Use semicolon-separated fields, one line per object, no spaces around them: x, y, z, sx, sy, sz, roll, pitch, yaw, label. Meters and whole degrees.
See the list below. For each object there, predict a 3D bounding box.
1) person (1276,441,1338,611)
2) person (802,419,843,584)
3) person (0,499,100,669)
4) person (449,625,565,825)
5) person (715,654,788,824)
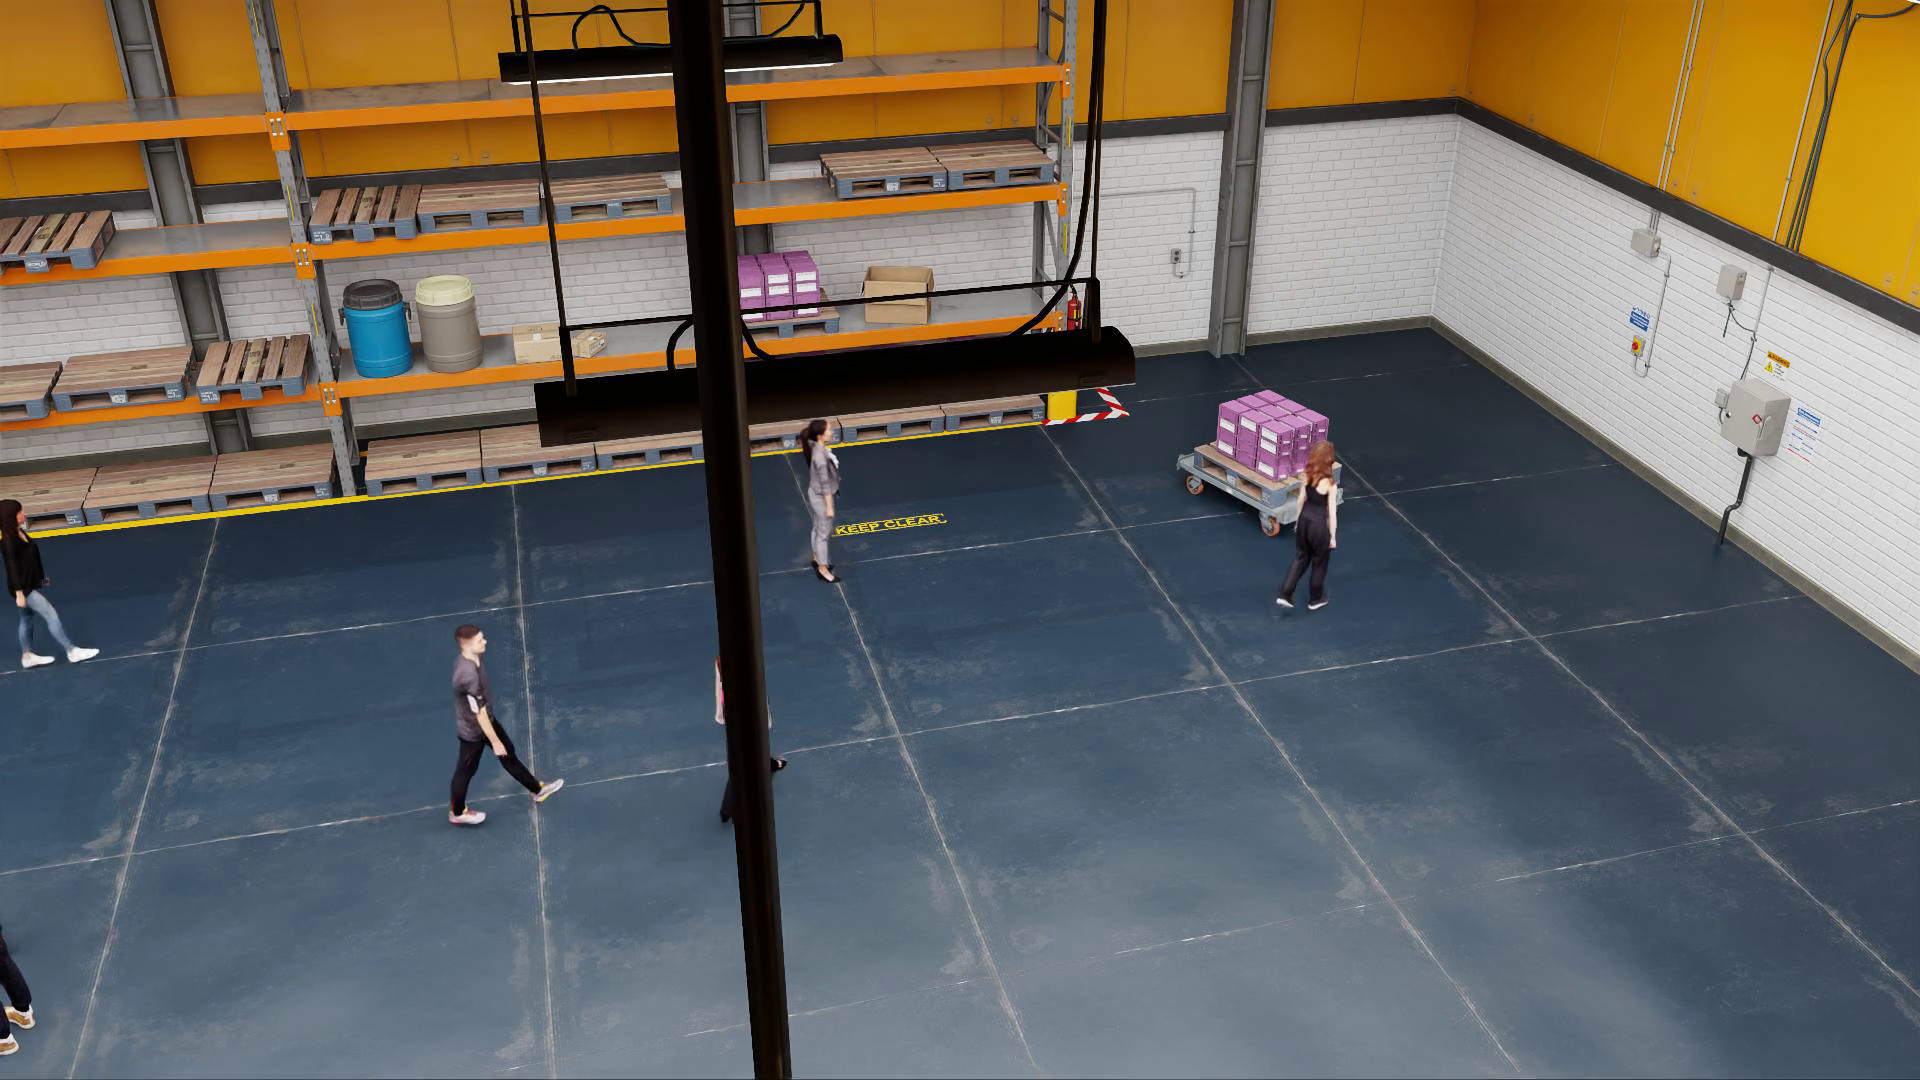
3.228;-0.102;15.362;0.957;1.739;0.803;-23;36;-35;person
-1.327;-0.391;15.956;0.563;1.677;0.606;-7;29;-13;person
-8.242;0.412;14.536;0.899;1.626;0.688;-12;31;-21;person
-3.733;1.432;12.569;1.135;1.720;0.741;-5;29;-9;person
-1.687;1.422;12.701;1.049;1.611;1.154;18;33;30;person
